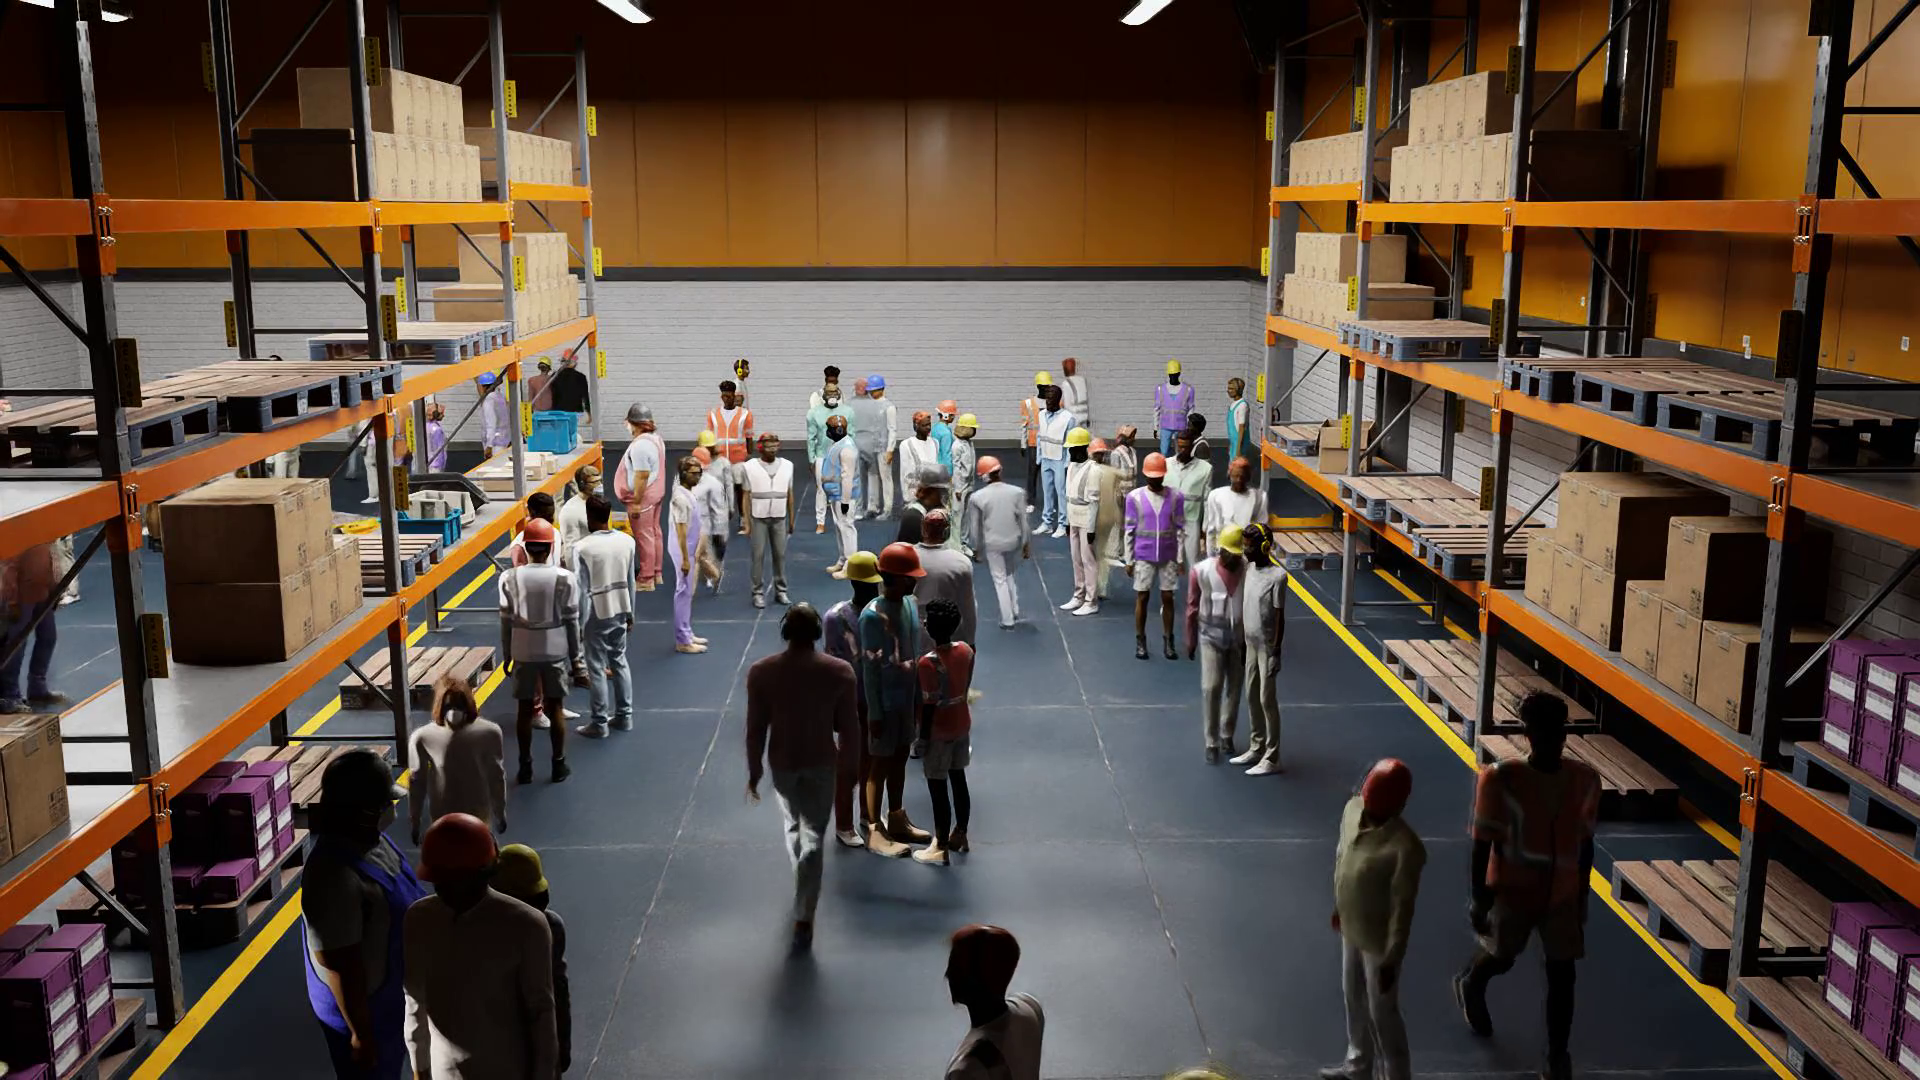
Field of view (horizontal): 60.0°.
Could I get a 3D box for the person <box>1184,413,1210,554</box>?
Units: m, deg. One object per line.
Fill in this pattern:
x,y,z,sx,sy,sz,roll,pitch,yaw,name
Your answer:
2.828,-0.677,19.893,0.317,1.695,0.540,-1,11,-6,person

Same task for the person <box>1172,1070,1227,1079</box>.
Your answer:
0.649,2.332,4.321,0.468,1.888,0.644,-7,13,-30,person

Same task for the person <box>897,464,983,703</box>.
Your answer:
-0.129,0.336,13.946,0.919,2.000,0.695,4,12,19,person

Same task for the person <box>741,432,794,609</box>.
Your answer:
-1.989,-0.215,17.237,0.575,1.837,0.385,-6,13,-26,person

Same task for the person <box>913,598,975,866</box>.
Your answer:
-0.109,1.198,10.488,0.315,1.696,0.540,7,13,31,person

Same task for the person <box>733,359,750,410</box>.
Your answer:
-3.268,-1.782,25.000,0.317,1.870,0.531,-2,11,-8,person

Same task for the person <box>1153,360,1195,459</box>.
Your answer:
3.111,-1.659,24.239,0.594,1.924,0.379,3,12,14,person

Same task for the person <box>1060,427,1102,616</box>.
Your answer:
1.225,-0.194,16.914,0.397,1.920,0.586,-5,12,-23,person

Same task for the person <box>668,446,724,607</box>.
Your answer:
-2.699,-0.158,17.272,0.583,1.700,0.747,7,13,33,person

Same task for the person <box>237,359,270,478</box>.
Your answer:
-10.258,-1.677,24.133,0.609,2.003,0.723,-8,14,-36,person

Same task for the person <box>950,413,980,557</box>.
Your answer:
0.067,-0.622,19.531,0.325,1.737,0.486,5,12,23,person

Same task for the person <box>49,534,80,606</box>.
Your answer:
-9.435,-0.141,17.351,0.521,1.640,0.306,8,14,36,person

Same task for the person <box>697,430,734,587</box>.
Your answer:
-2.745,-0.372,18.298,0.512,1.718,0.572,-2,11,-9,person

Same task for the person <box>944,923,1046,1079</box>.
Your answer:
0.081,2.125,5.373,0.356,1.884,0.574,4,12,20,person

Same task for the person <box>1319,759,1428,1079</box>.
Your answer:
1.874,1.779,7.558,0.328,1.708,0.640,-3,12,-15,person

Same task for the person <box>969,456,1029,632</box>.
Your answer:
0.366,0.034,16.301,0.571,1.706,0.556,-5,12,-24,person

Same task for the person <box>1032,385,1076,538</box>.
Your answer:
1.196,-0.996,20.934,0.390,1.920,0.587,-11,16,-43,person

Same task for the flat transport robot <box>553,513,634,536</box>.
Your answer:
-4.673,-0.217,21.176,1.431,0.197,0.652,2,11,10,flat transport robot

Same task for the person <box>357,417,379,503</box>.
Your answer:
-8.274,-1.335,23.338,0.307,1.640,0.521,0,11,1,person

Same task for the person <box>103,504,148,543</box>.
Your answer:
-10.427,-0.835,20.697,0.492,1.684,0.926,2,11,8,person

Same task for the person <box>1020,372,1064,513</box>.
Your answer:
1.115,-1.317,22.513,0.594,1.928,0.361,0,11,-2,person

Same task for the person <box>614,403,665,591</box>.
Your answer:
-3.467,-0.473,18.006,0.539,2.000,0.688,1,11,7,person

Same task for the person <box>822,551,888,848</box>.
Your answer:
-0.626,1.014,10.831,0.368,1.928,0.585,10,15,41,person

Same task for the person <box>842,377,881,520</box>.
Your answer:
-1.297,-1.230,22.178,0.671,1.879,0.739,0,11,0,person

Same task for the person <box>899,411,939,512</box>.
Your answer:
-0.428,-0.499,18.535,0.355,1.883,0.573,10,15,42,person

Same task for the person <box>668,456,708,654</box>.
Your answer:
-2.539,0.131,15.482,0.348,1.840,0.506,-1,11,-3,person

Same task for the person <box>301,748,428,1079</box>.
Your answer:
-2.297,1.798,6.615,0.538,2.000,0.683,-2,12,-12,person

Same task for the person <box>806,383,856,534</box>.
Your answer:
-1.633,-1.038,21.126,0.631,1.932,0.372,-3,12,-12,person

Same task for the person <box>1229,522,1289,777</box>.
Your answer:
2.183,0.791,12.154,0.350,1.854,0.522,-5,12,-24,person

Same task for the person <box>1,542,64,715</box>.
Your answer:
-7.634,0.459,13.576,0.525,1.953,0.663,0,11,-1,person

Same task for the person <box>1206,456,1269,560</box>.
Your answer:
2.589,0.117,15.526,0.576,1.863,0.756,2,11,9,person

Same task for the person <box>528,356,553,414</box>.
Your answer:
-6.671,-2.078,26.784,0.532,1.754,0.342,-1,11,-4,person

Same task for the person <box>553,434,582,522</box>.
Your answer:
-4.888,-0.769,20.538,0.506,1.628,0.292,-6,13,-28,person
